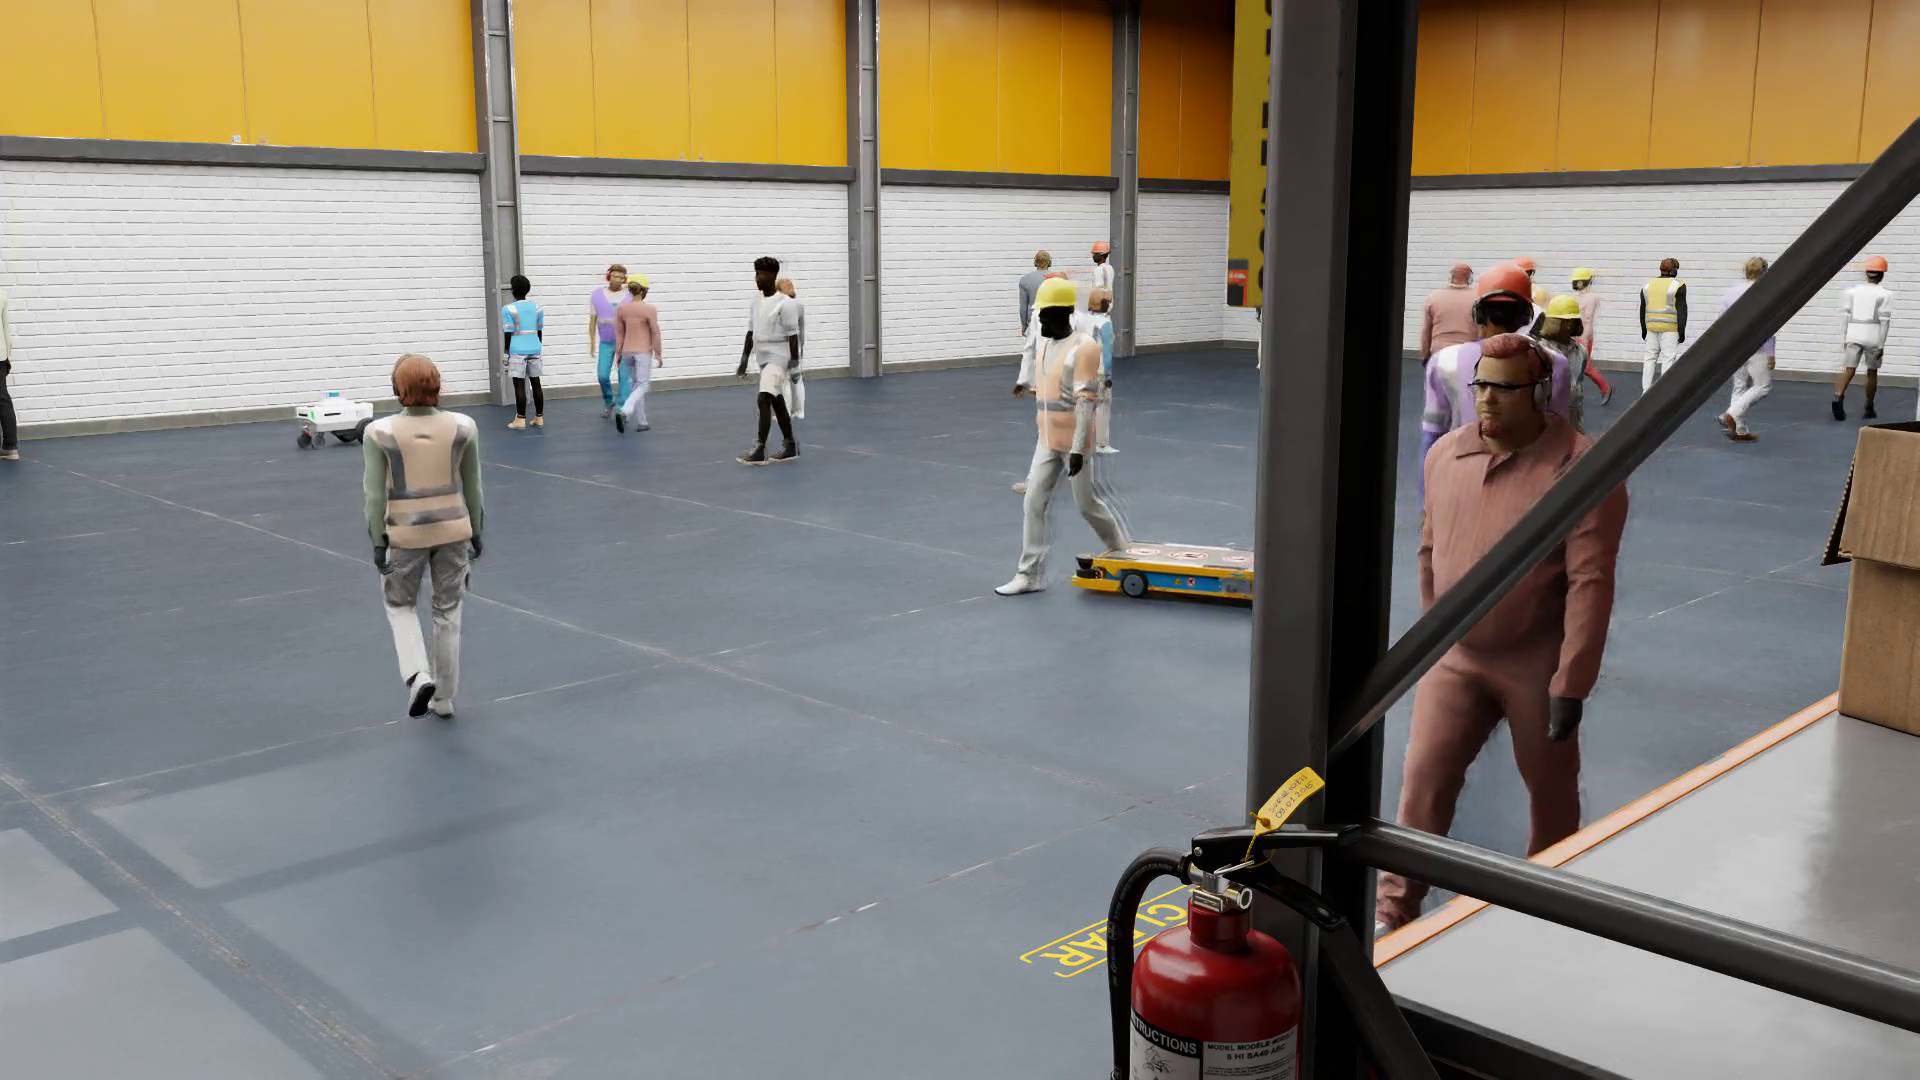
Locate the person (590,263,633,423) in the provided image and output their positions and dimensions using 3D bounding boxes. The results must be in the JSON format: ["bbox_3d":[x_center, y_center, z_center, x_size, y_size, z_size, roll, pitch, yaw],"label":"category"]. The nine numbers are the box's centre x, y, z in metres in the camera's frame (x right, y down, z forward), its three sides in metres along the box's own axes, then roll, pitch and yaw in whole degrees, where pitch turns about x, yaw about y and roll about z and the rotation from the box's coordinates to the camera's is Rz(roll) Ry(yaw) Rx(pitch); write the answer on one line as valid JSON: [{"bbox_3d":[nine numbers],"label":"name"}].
[{"bbox_3d":[-3.904,-2.238,18.957,0.584,1.814,0.554,-1,10,-6],"label":"person"}]

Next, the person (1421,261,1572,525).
[{"bbox_3d":[2.295,-0.185,7.208,0.610,2.025,0.571,6,12,29],"label":"person"}]

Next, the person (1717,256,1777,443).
[{"bbox_3d":[7.997,-1.919,16.928,0.555,1.926,0.648,-4,11,-19],"label":"person"}]

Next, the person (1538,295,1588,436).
[{"bbox_3d":[3.951,-0.748,11.037,0.493,1.743,0.314,-4,11,-20],"label":"person"}]

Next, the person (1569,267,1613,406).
[{"bbox_3d":[7.736,-2.504,20.603,0.679,1.744,0.526,-2,11,-12],"label":"person"}]

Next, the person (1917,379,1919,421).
[{"bbox_3d":[6.102,-0.654,10.096,0.555,1.907,0.911,8,13,38],"label":"person"}]

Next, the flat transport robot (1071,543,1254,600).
[{"bbox_3d":[1.446,0.189,9.942,1.431,0.197,0.652,5,11,24],"label":"flat transport robot"}]

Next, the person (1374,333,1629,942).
[{"bbox_3d":[1.517,0.343,4.779,0.989,1.847,0.668,-9,14,-42],"label":"person"}]

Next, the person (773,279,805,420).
[{"bbox_3d":[-2.000,-2.201,19.258,0.265,1.631,0.507,9,14,41],"label":"person"}]

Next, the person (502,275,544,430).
[{"bbox_3d":[-4.817,-2.067,18.350,0.318,1.700,0.535,8,13,37],"label":"person"}]

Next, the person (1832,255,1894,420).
[{"bbox_3d":[10.425,-2.323,19.195,0.894,1.914,0.543,-9,14,-41],"label":"person"}]

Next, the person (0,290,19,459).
[{"bbox_3d":[-9.206,-1.720,15.648,0.395,1.992,0.622,3,11,14],"label":"person"}]

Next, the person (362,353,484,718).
[{"bbox_3d":[-2.324,0.001,7.272,0.520,1.627,0.412,-6,12,-28],"label":"person"}]

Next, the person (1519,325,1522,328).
[{"bbox_3d":[4.333,-1.114,13.422,0.857,1.592,0.497,-2,11,-11],"label":"person"}]

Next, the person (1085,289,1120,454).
[{"bbox_3d":[1.263,-1.627,16.165,0.562,1.619,0.517,-5,11,-24],"label":"person"}]

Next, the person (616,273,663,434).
[{"bbox_3d":[-3.514,-1.989,17.866,0.562,1.741,0.725,5,12,27],"label":"person"}]

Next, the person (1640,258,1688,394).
[{"bbox_3d":[9.087,-2.709,21.461,0.429,1.841,0.634,-7,13,-34],"label":"person"}]

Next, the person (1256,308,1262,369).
[{"bbox_3d":[4.980,-3.656,26.571,0.511,1.863,0.332,3,11,18],"label":"person"}]

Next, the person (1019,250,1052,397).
[{"bbox_3d":[1.090,-2.843,21.936,0.630,1.937,0.373,2,11,10],"label":"person"}]

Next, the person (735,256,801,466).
[{"bbox_3d":[-1.858,-1.659,15.487,0.878,1.931,0.612,-8,13,-36],"label":"person"}]

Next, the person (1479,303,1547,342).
[{"bbox_3d":[4.665,-1.383,14.124,0.855,1.893,0.603,-7,13,-34],"label":"person"}]

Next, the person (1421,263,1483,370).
[{"bbox_3d":[4.972,-1.850,16.732,0.661,1.851,1.008,4,11,21],"label":"person"}]

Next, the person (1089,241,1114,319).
[{"bbox_3d":[2.144,-3.547,25.470,0.365,2.048,0.608,4,11,22],"label":"person"}]

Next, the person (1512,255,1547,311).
[{"bbox_3d":[6.347,-2.223,18.626,0.794,1.920,0.558,-6,12,-31],"label":"person"}]

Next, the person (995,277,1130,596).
[{"bbox_3d":[0.675,-0.621,9.939,0.927,1.893,0.592,-7,13,-34],"label":"person"}]

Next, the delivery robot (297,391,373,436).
[{"bbox_3d":[-6.328,-1.266,16.846,0.477,0.478,0.707,9,14,40],"label":"delivery robot"}]

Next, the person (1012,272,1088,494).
[{"bbox_3d":[0.834,-1.331,13.995,0.998,1.842,0.592,-8,13,-39],"label":"person"}]
